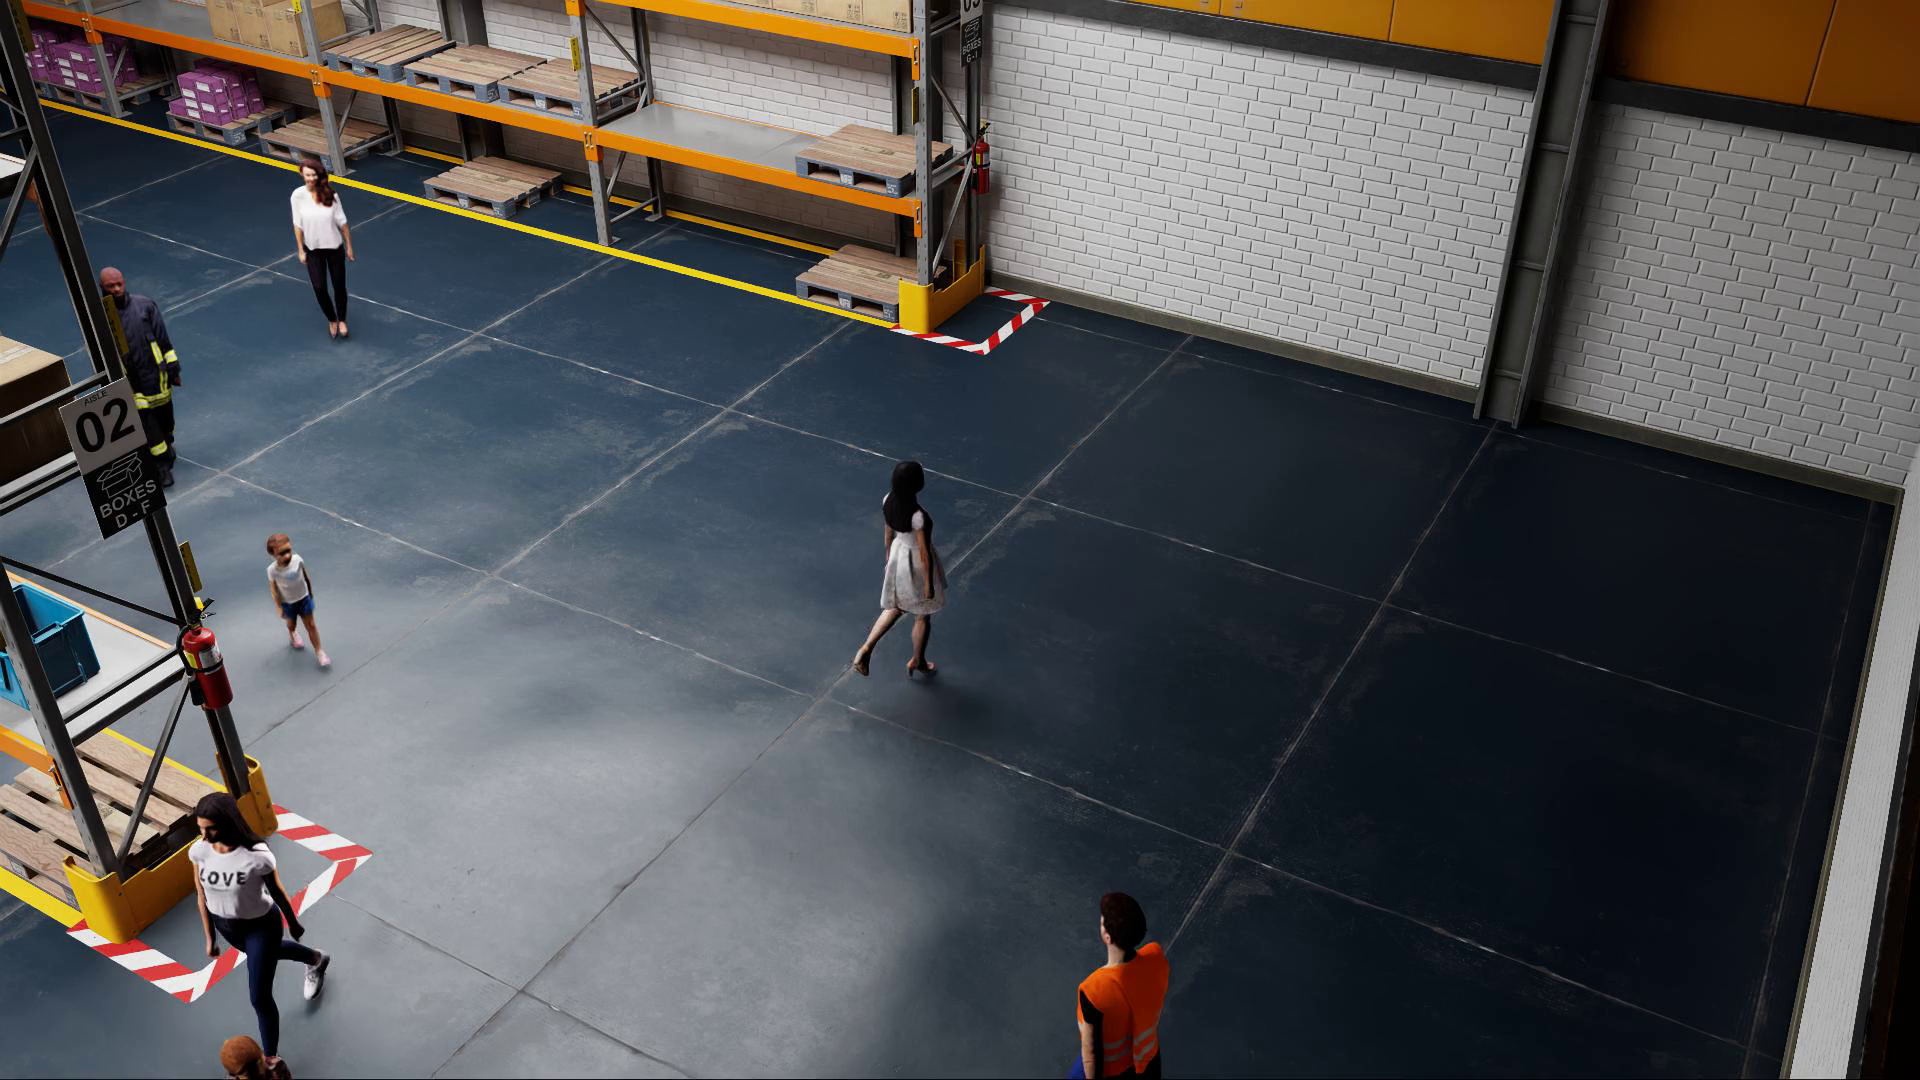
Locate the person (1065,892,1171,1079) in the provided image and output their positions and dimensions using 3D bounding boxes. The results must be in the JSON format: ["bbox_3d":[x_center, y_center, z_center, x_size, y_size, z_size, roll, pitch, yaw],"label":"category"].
[{"bbox_3d":[0.803,2.445,7.703,1.006,1.855,1.196,-17,37,-24],"label":"person"}]

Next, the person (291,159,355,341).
[{"bbox_3d":[-5.948,-2.729,15.558,0.753,1.777,0.795,-12,36,-18],"label":"person"}]

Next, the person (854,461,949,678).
[{"bbox_3d":[-0.393,0.273,11.058,0.895,1.758,0.982,-23,40,-30],"label":"person"}]

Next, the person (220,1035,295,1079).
[{"bbox_3d":[-3.244,2.752,7.748,0.678,1.294,0.523,17,37,24],"label":"person"}]

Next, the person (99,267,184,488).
[{"bbox_3d":[-6.693,-1.401,13.536,1.008,1.802,1.172,-22,40,-30],"label":"person"}]

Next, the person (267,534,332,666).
[{"bbox_3d":[-4.667,0.376,11.590,0.590,0.998,0.786,-25,41,-32],"label":"person"}]

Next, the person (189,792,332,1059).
[{"bbox_3d":[-3.615,1.931,8.586,1.158,1.733,0.881,7,34,11],"label":"person"}]
